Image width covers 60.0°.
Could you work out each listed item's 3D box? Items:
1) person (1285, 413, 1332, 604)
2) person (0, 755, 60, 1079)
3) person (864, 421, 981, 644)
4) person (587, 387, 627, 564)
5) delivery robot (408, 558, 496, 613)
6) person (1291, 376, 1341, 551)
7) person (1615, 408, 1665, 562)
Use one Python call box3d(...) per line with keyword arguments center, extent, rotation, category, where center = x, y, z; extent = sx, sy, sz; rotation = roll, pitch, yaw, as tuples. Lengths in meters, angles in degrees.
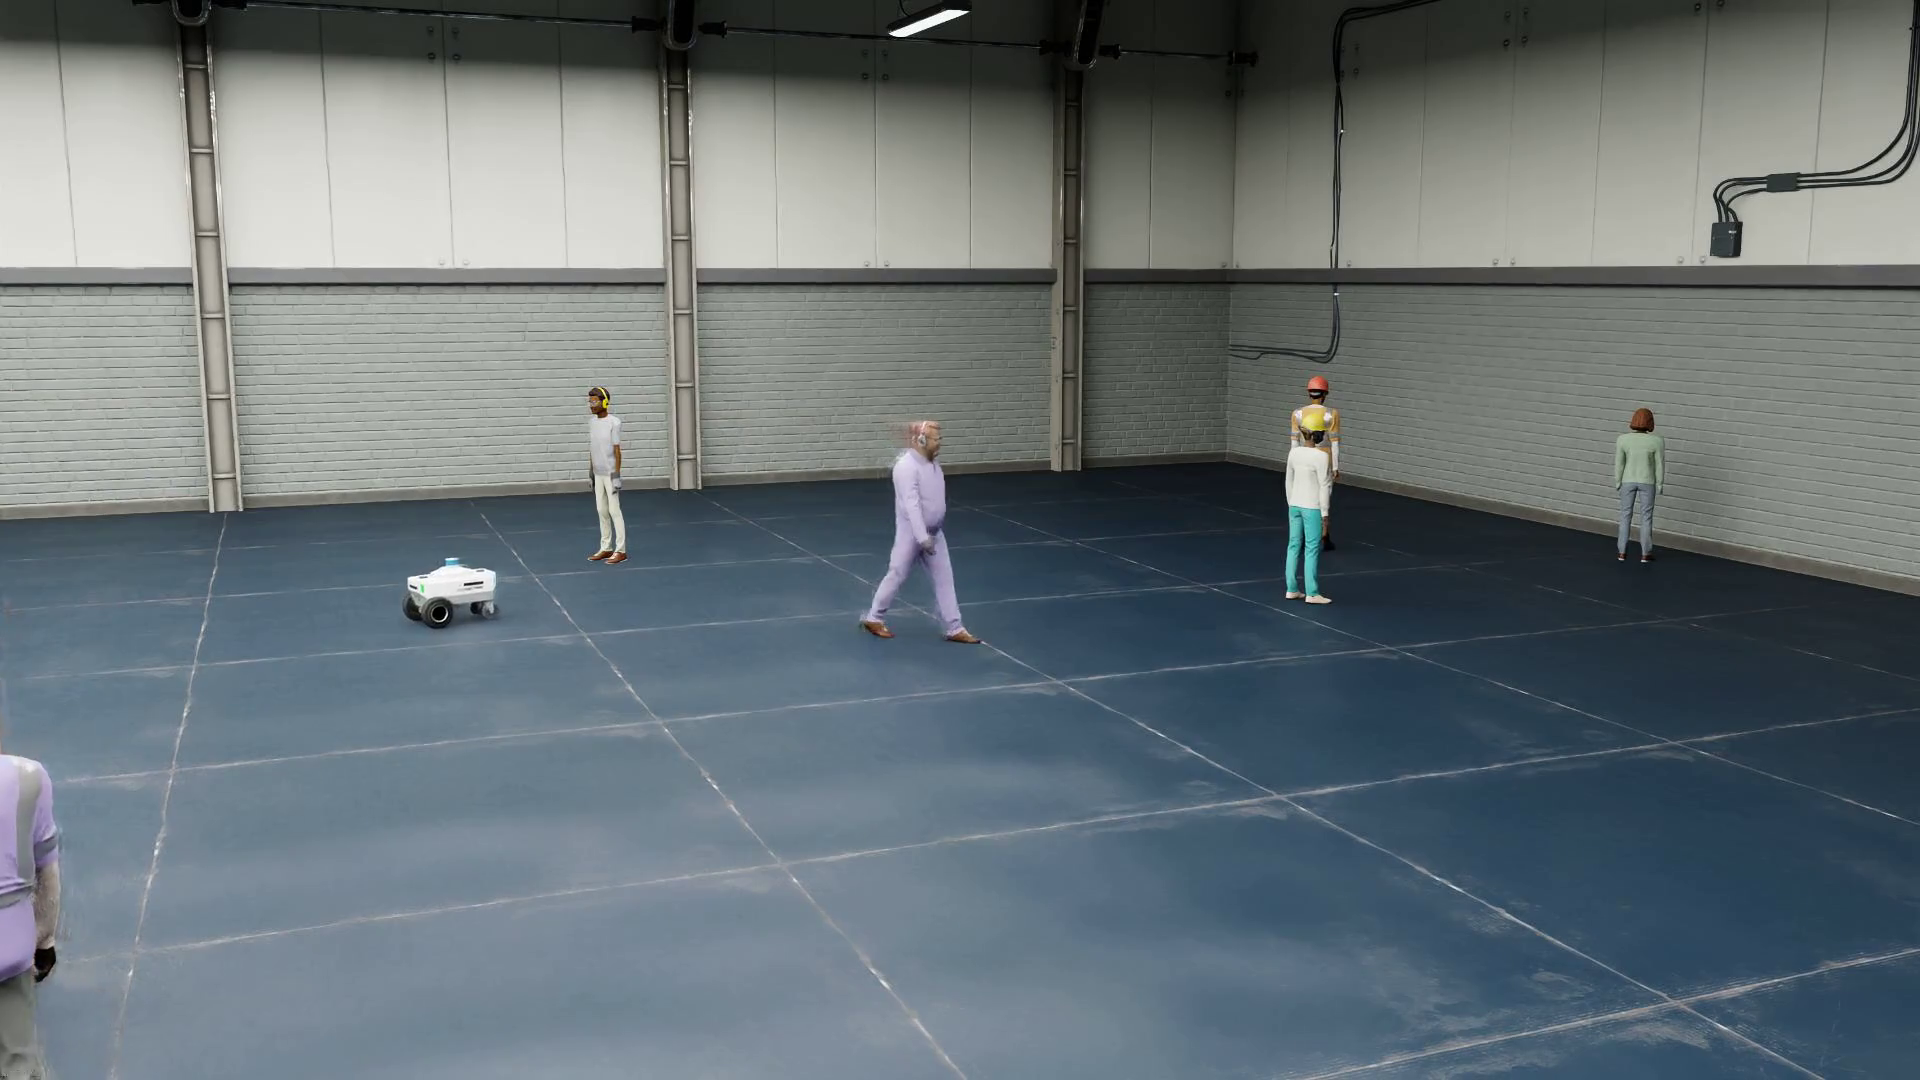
box3d(center=(3.233, -0.292, 15.409), extent=(0.331, 1.768, 0.526), rotation=(-5, 11, -31), category="person")
box3d(center=(-3.127, 1.275, 5.167), extent=(0.947, 1.879, 0.618), rotation=(7, 11, 35), category="person")
box3d(center=(-0.353, -0.067, 13.761), extent=(1.021, 1.858, 0.632), rotation=(6, 11, 31), category="person")
box3d(center=(-3.747, -0.682, 17.571), extent=(0.517, 1.865, 0.312), rotation=(7, 12, 39), category="person")
box3d(center=(-4.439, 0.401, 14.555), extent=(0.707, 0.478, 0.477), rotation=(-8, 12, -39), category="delivery robot")
box3d(center=(3.919, -0.836, 18.319), extent=(0.542, 1.930, 0.367), rotation=(4, 10, 25), category="person")
box3d(center=(7.202, -0.581, 17.642), extent=(0.500, 1.633, 0.279), rotation=(6, 11, 32), category="person")
